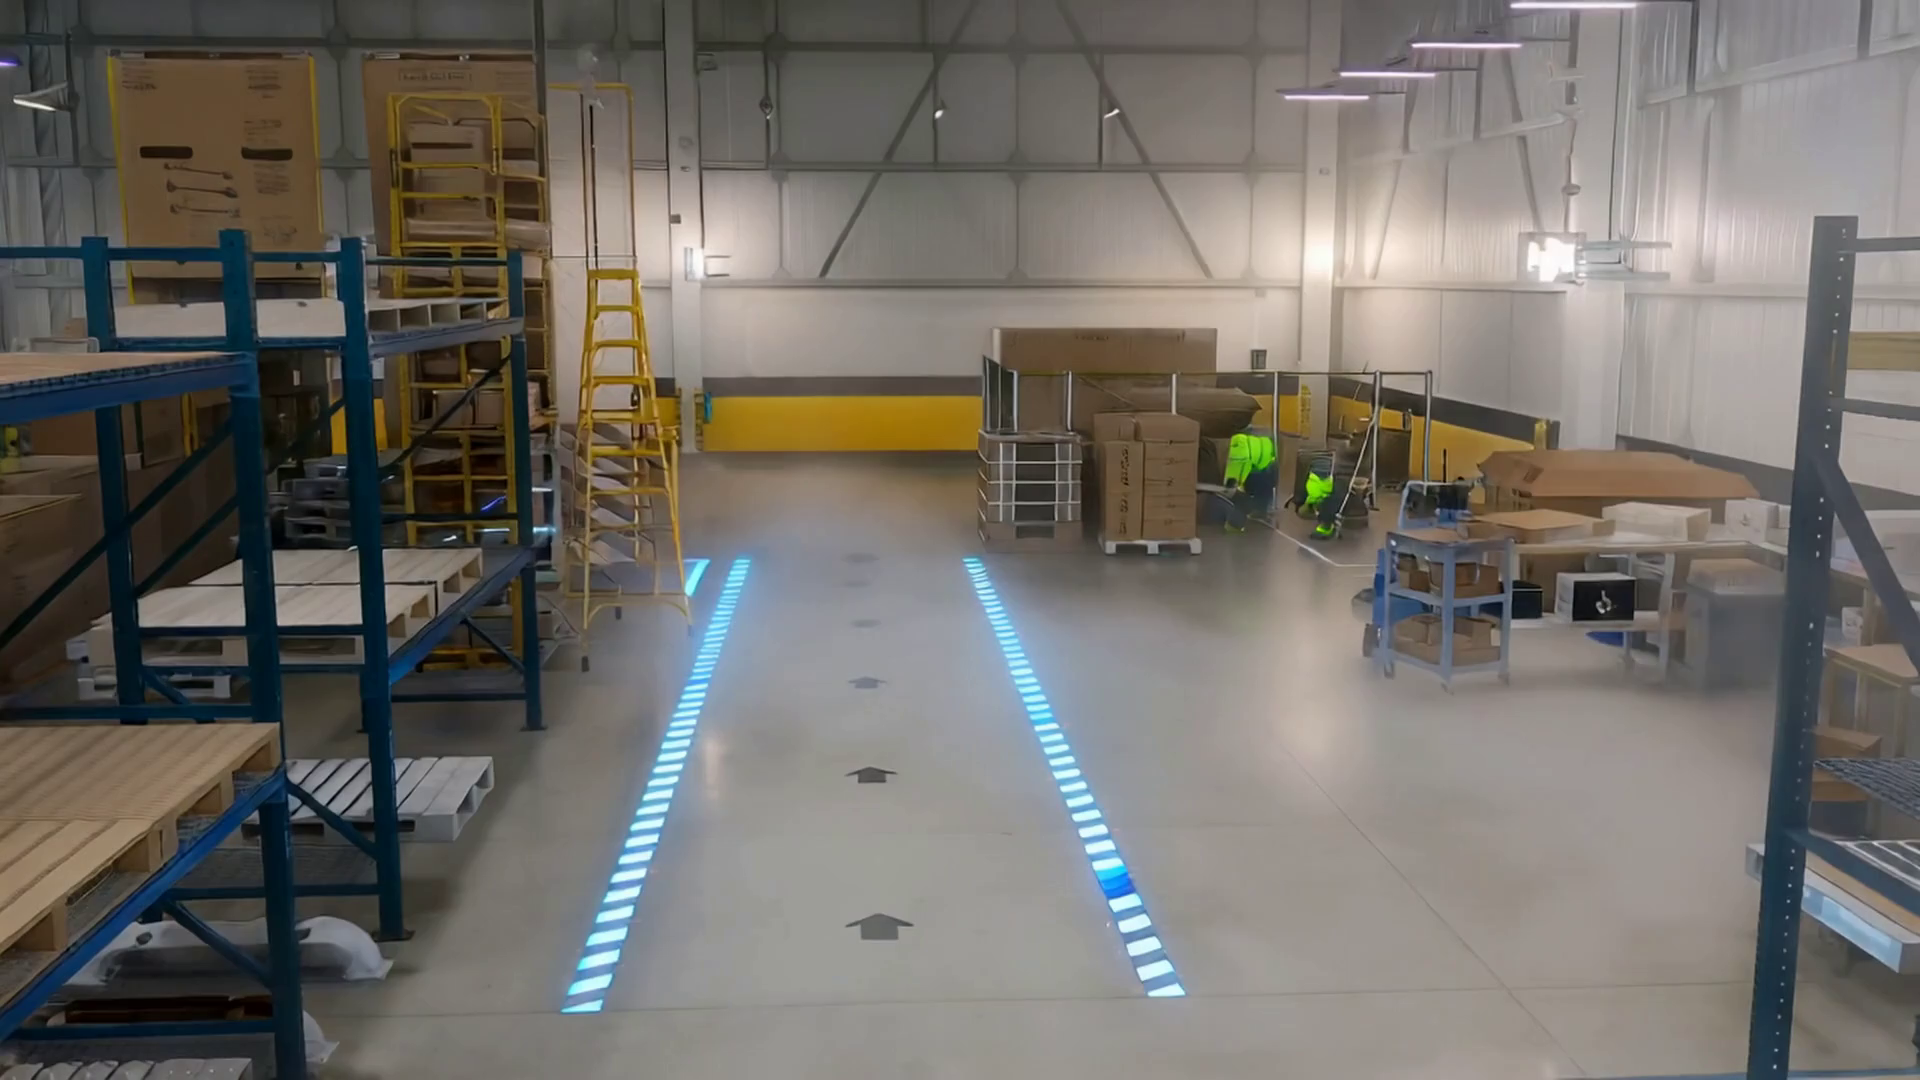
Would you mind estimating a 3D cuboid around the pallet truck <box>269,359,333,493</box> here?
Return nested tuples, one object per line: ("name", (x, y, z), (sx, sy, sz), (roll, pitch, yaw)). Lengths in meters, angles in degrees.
("pallet truck", (-7.062, -1.131, 18.996), (1.885, 1.965, 0.823), (2, 9, 13))
